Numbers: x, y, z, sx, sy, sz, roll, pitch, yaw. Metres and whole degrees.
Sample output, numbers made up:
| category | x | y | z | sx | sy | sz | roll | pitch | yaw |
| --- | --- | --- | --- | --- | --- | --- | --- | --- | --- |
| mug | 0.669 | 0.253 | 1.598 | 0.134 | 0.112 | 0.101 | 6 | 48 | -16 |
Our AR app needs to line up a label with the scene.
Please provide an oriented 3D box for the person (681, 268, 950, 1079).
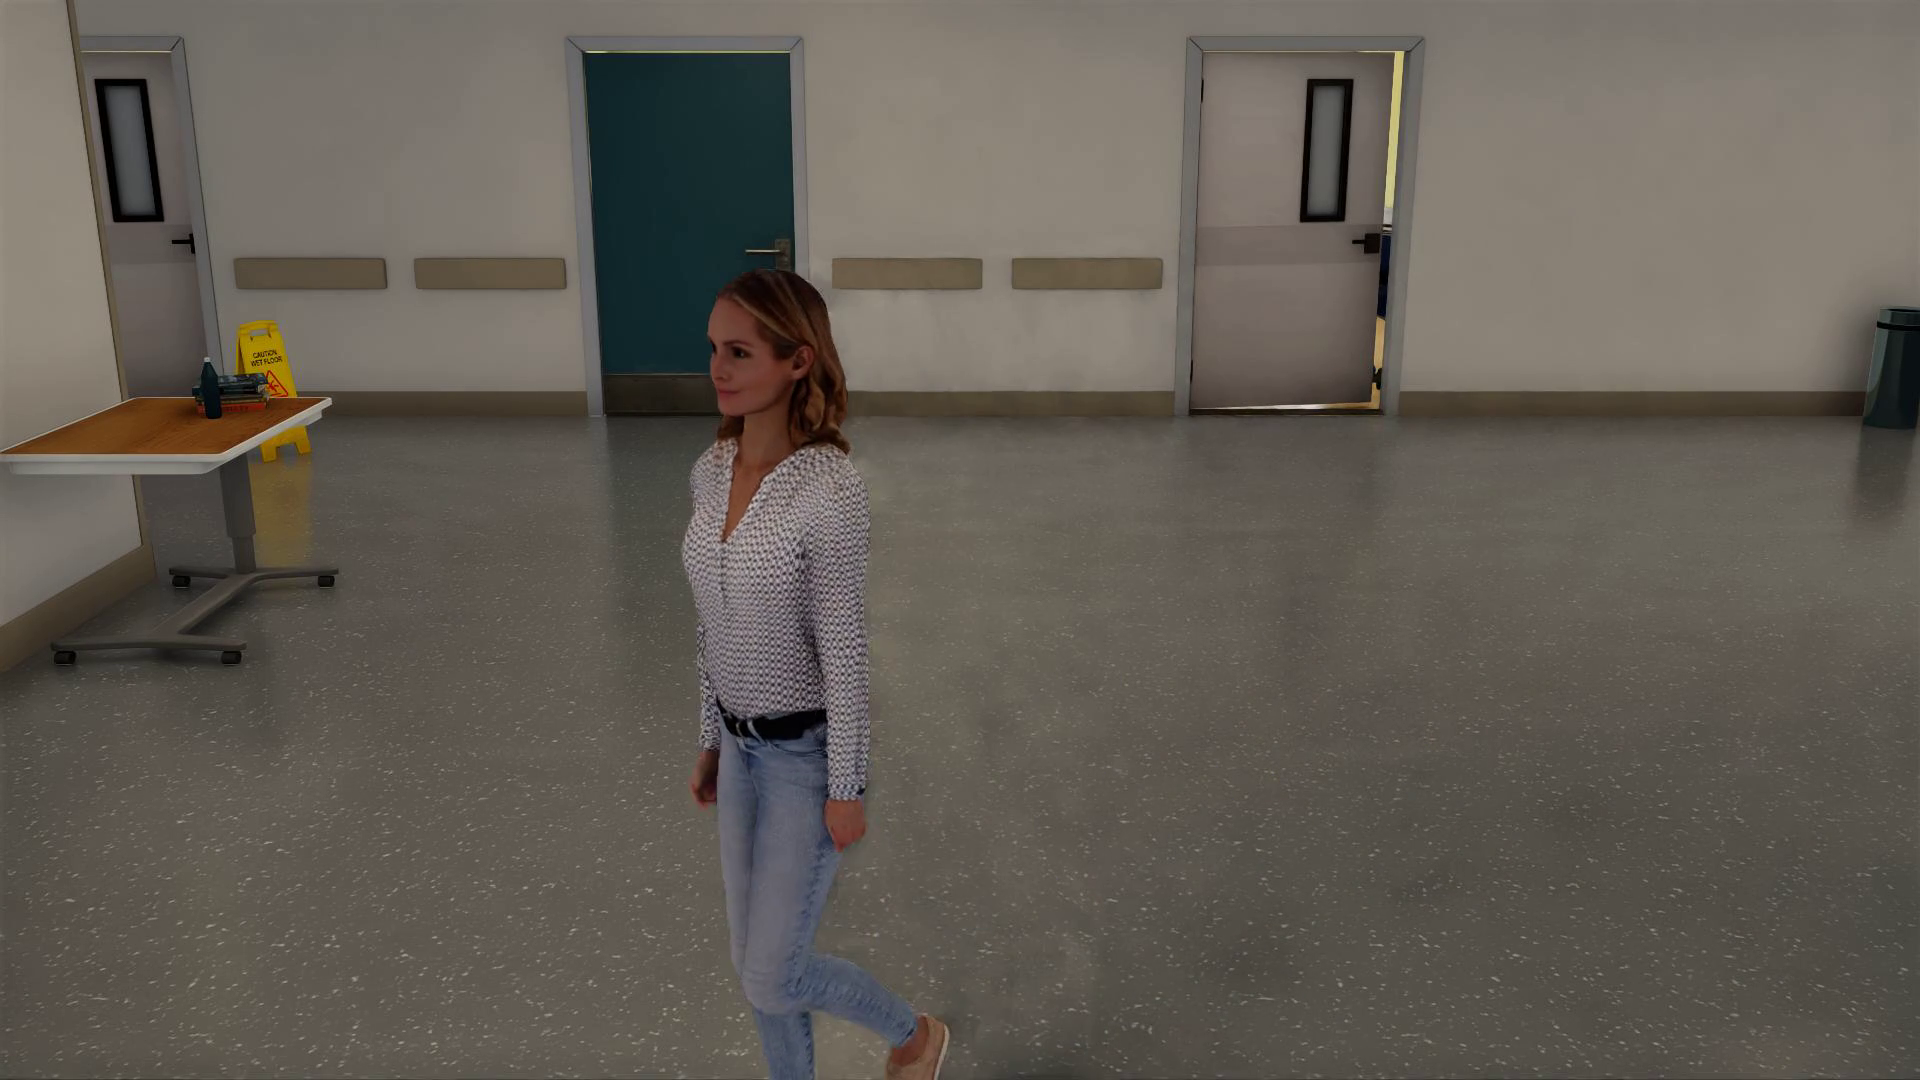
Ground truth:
| category | x | y | z | sx | sy | sz | roll | pitch | yaw |
| --- | --- | --- | --- | --- | --- | --- | --- | --- | --- |
| person | -0.254 | 0.398 | 3.045 | 0.902 | 1.787 | 0.827 | -13 | 20 | -38 |
